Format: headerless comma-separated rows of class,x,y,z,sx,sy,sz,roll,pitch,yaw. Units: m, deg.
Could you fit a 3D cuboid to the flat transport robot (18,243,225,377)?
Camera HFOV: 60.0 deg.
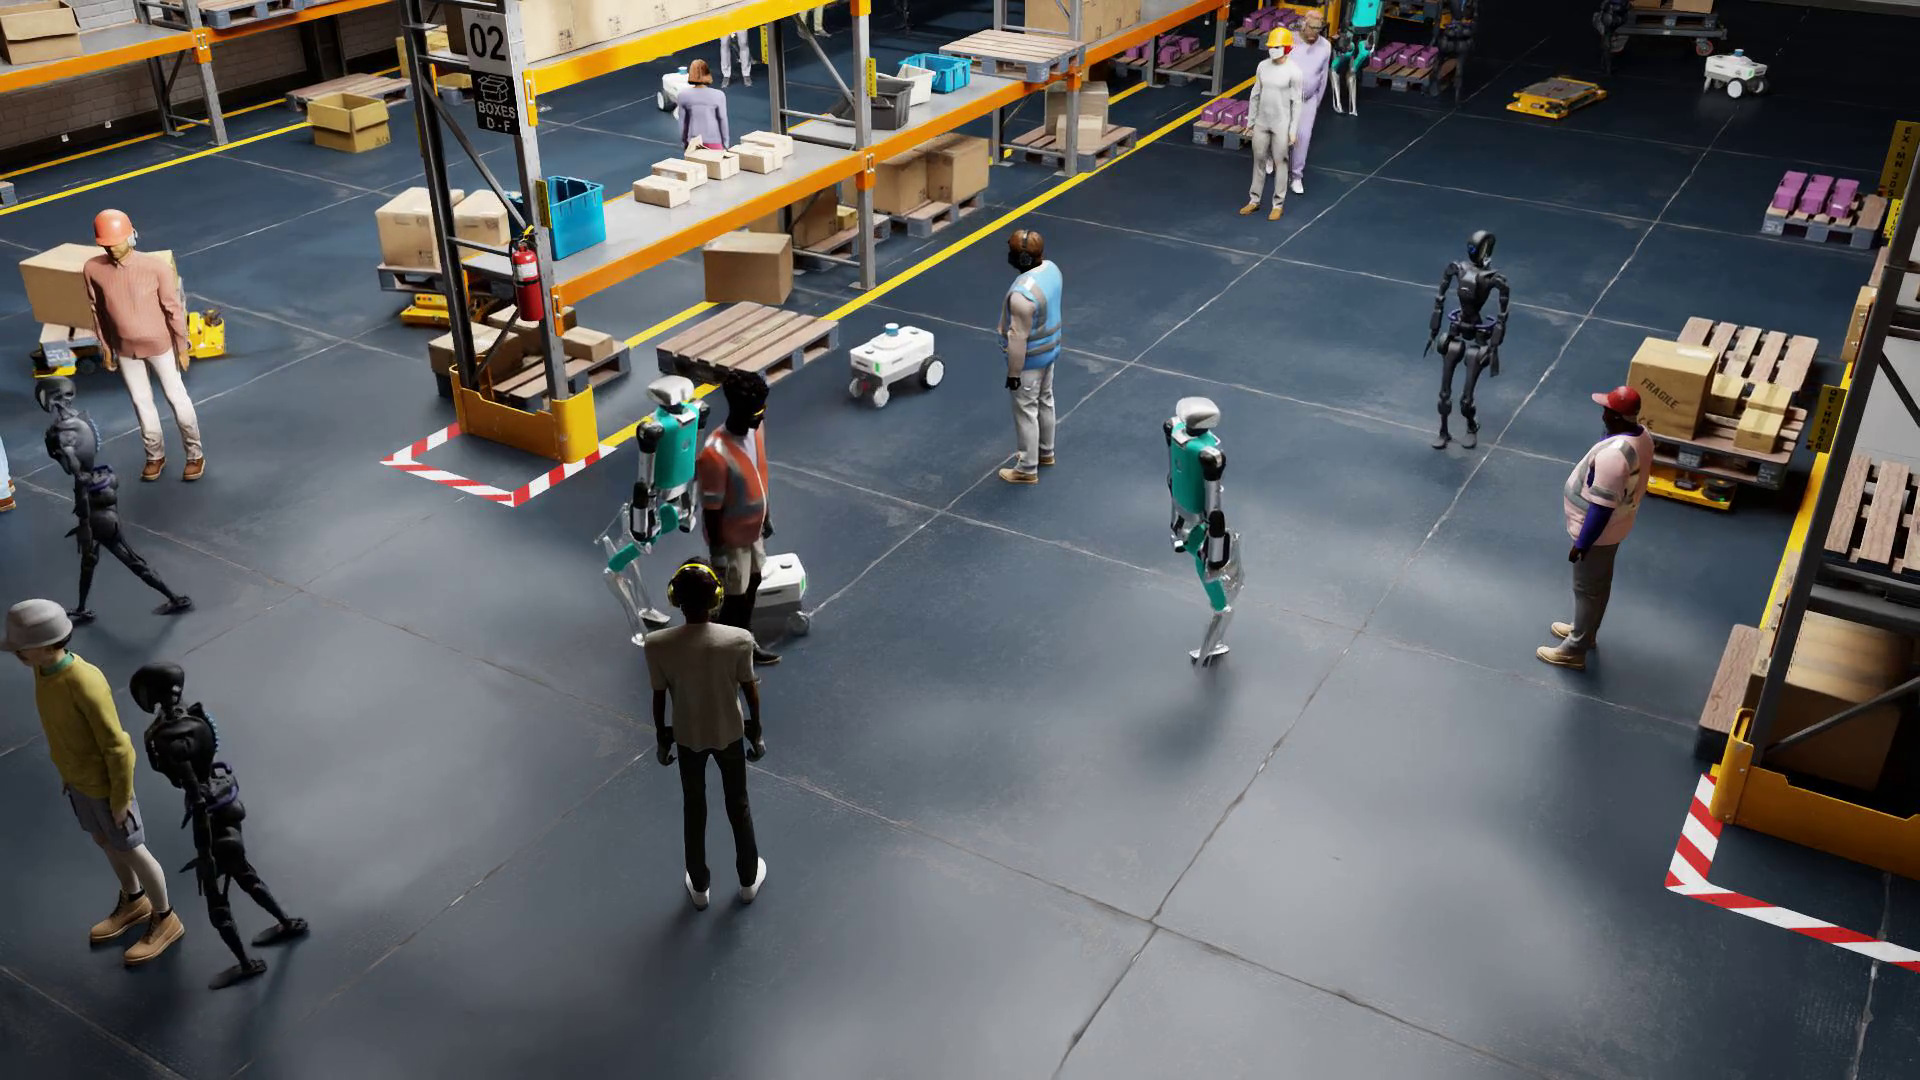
flat transport robot,-6.905,-1.640,13.843,1.431,0.231,0.659,-11,31,-18

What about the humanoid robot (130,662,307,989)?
humanoid robot,-3.266,1.223,7.365,0.447,1.639,0.589,-15,33,-25

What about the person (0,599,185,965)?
person,-3.857,1.063,7.417,0.488,1.888,0.387,19,35,30

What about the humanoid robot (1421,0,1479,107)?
humanoid robot,6.102,-6.246,20.593,0.591,1.631,0.713,-5,30,-9

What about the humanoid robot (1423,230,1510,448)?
humanoid robot,3.667,-1.449,12.076,0.608,1.639,0.370,26,38,38

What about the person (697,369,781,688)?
person,-1.216,-0.064,9.355,0.445,1.943,0.617,9,31,15

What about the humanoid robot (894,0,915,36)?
humanoid robot,-0.791,-8.109,23.864,0.472,1.644,0.609,-20,35,-31

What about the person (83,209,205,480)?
person,-5.687,-1.349,11.588,0.610,1.986,0.402,-1,29,-2

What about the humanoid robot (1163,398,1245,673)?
humanoid robot,1.505,0.027,9.500,0.740,1.868,0.538,-11,31,-19

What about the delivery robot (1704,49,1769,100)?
delivery robot,9.853,-5.904,21.115,0.523,0.614,0.785,-16,33,-26

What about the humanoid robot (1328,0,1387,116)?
humanoid robot,4.714,-5.977,20.011,0.530,1.767,0.766,-8,30,-13

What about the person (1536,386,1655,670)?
person,3.663,-0.079,9.573,0.419,1.754,0.604,18,34,29

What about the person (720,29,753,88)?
person,-2.917,-6.787,21.253,0.483,1.944,0.435,-3,30,-6

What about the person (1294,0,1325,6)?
person,5.445,-8.989,25.360,0.723,1.727,0.568,-10,31,-18

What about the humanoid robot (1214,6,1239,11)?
humanoid robot,3.847,-8.787,25.014,0.857,1.782,0.538,-2,30,-3

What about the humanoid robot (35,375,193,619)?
humanoid robot,-5.195,-0.213,9.938,0.808,1.630,0.602,-11,31,-19

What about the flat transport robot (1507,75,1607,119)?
flat transport robot,7.438,-5.509,20.687,0.659,0.231,1.431,24,37,36

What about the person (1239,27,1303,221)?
person,3.135,-4.169,16.667,0.562,1.896,0.359,20,35,31

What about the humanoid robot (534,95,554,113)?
humanoid robot,-5.314,-5.886,19.915,0.535,1.802,0.957,15,33,24

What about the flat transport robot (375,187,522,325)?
flat transport robot,-4.414,-2.278,14.972,0.659,0.231,1.431,5,30,8

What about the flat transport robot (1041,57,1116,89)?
flat transport robot,1.486,-6.139,21.802,0.659,0.231,1.431,17,33,27

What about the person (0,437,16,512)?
person,-6.765,-1.114,11.160,0.376,1.995,0.610,-12,32,-20

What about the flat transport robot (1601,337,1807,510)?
flat transport robot,5.372,-0.643,12.079,0.659,0.231,1.431,17,34,27

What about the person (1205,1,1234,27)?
person,3.854,-8.468,24.330,0.506,1.839,0.341,11,31,18

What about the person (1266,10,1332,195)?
person,3.553,-4.672,17.588,0.656,1.868,0.834,-2,30,-4

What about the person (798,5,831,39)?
person,-2.078,-8.038,23.674,0.444,1.725,0.590,25,38,37

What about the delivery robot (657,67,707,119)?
delivery robot,-3.388,-5.479,20.359,0.525,0.611,0.782,-16,33,-26

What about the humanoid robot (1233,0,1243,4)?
humanoid robot,4.268,-9.129,25.655,0.385,1.657,0.601,-19,34,-29

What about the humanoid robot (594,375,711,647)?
humanoid robot,-1.872,-0.194,9.776,0.848,1.743,0.563,17,34,28

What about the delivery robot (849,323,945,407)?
delivery robot,-0.517,-1.426,13.177,0.499,0.598,0.777,23,37,35

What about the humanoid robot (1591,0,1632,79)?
humanoid robot,8.517,-6.901,21.721,0.583,1.651,0.461,-22,36,-33

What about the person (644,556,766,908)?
person,-1.163,0.905,7.715,0.509,1.872,0.329,-4,30,-6

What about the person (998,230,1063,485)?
person,0.475,-1.279,11.622,0.431,1.838,0.630,13,32,22

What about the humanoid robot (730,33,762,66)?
humanoid robot,-2.927,-7.090,21.857,0.735,1.677,0.533,-25,38,-37

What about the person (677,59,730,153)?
person,-2.537,-3.947,16.542,0.498,1.629,0.288,2,30,4

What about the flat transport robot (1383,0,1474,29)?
flat transport robot,6.910,-7.882,24.884,0.659,0.231,1.431,-26,39,-38

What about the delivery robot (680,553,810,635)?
delivery robot,-1.310,0.335,10.059,0.792,0.595,0.499,-9,31,-16
